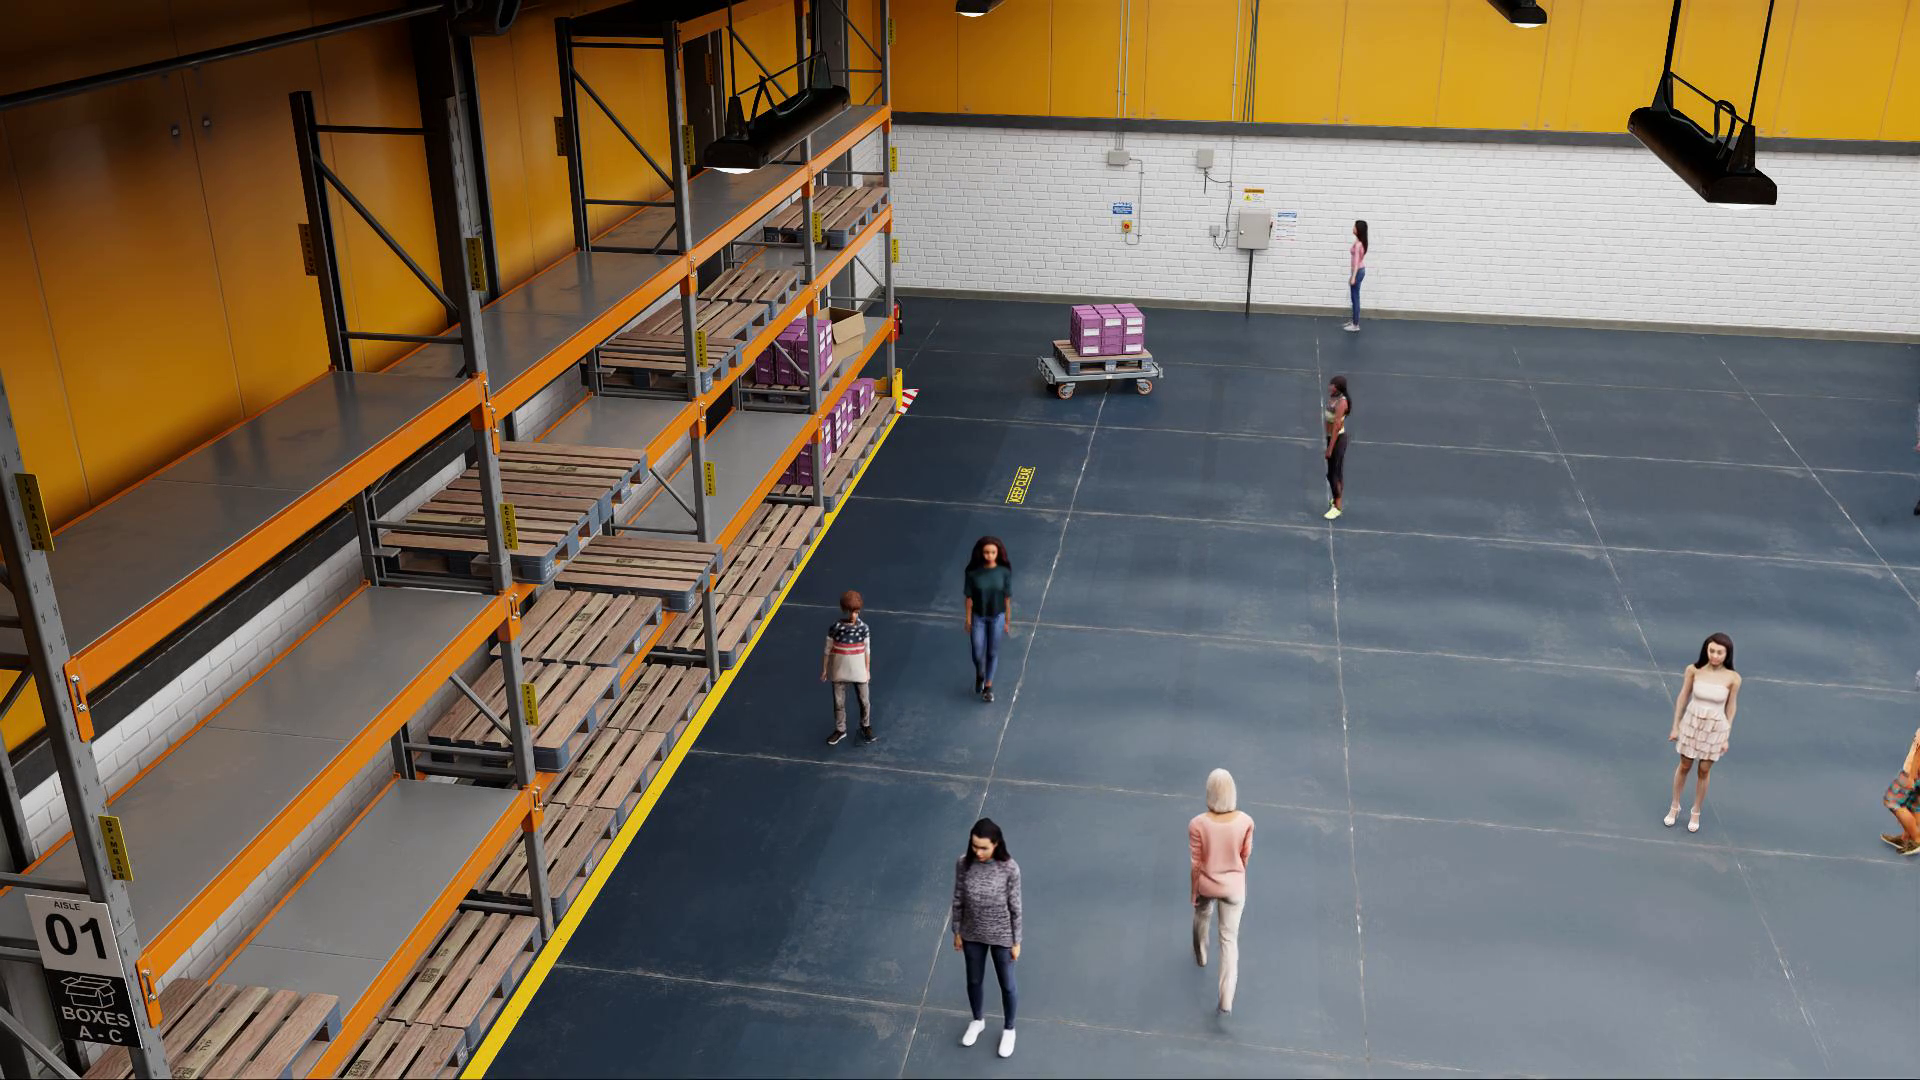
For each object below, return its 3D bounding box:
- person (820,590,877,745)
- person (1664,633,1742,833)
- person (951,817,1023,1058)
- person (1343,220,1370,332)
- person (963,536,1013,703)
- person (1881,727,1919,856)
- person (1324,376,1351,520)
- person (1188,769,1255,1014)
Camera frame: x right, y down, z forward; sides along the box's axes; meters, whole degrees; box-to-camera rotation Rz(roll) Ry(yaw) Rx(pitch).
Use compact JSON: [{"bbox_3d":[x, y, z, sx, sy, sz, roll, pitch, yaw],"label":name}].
[{"bbox_3d":[-0.970,1.094,14.475,0.632,1.436,0.547,5,24,11],"label":"person"},{"bbox_3d":[5.868,1.516,13.135,0.650,1.735,0.628,12,27,26],"label":"person"},{"bbox_3d":[0.194,2.539,10.802,0.643,1.731,0.574,7,25,15],"label":"person"},{"bbox_3d":[6.236,-4.167,26.132,0.671,1.739,0.486,9,25,19],"label":"person"},{"bbox_3d":[0.245,0.680,15.203,0.668,1.613,0.682,-2,24,-4],"label":"person"},{"bbox_3d":[7.458,1.816,12.804,0.696,1.451,0.757,-15,28,-30],"label":"person"},{"bbox_3d":[4.372,-1.122,19.184,0.801,1.724,0.435,9,25,20],"label":"person"},{"bbox_3d":[1.767,2.378,11.222,0.694,1.688,1.145,1,24,2],"label":"person"}]
